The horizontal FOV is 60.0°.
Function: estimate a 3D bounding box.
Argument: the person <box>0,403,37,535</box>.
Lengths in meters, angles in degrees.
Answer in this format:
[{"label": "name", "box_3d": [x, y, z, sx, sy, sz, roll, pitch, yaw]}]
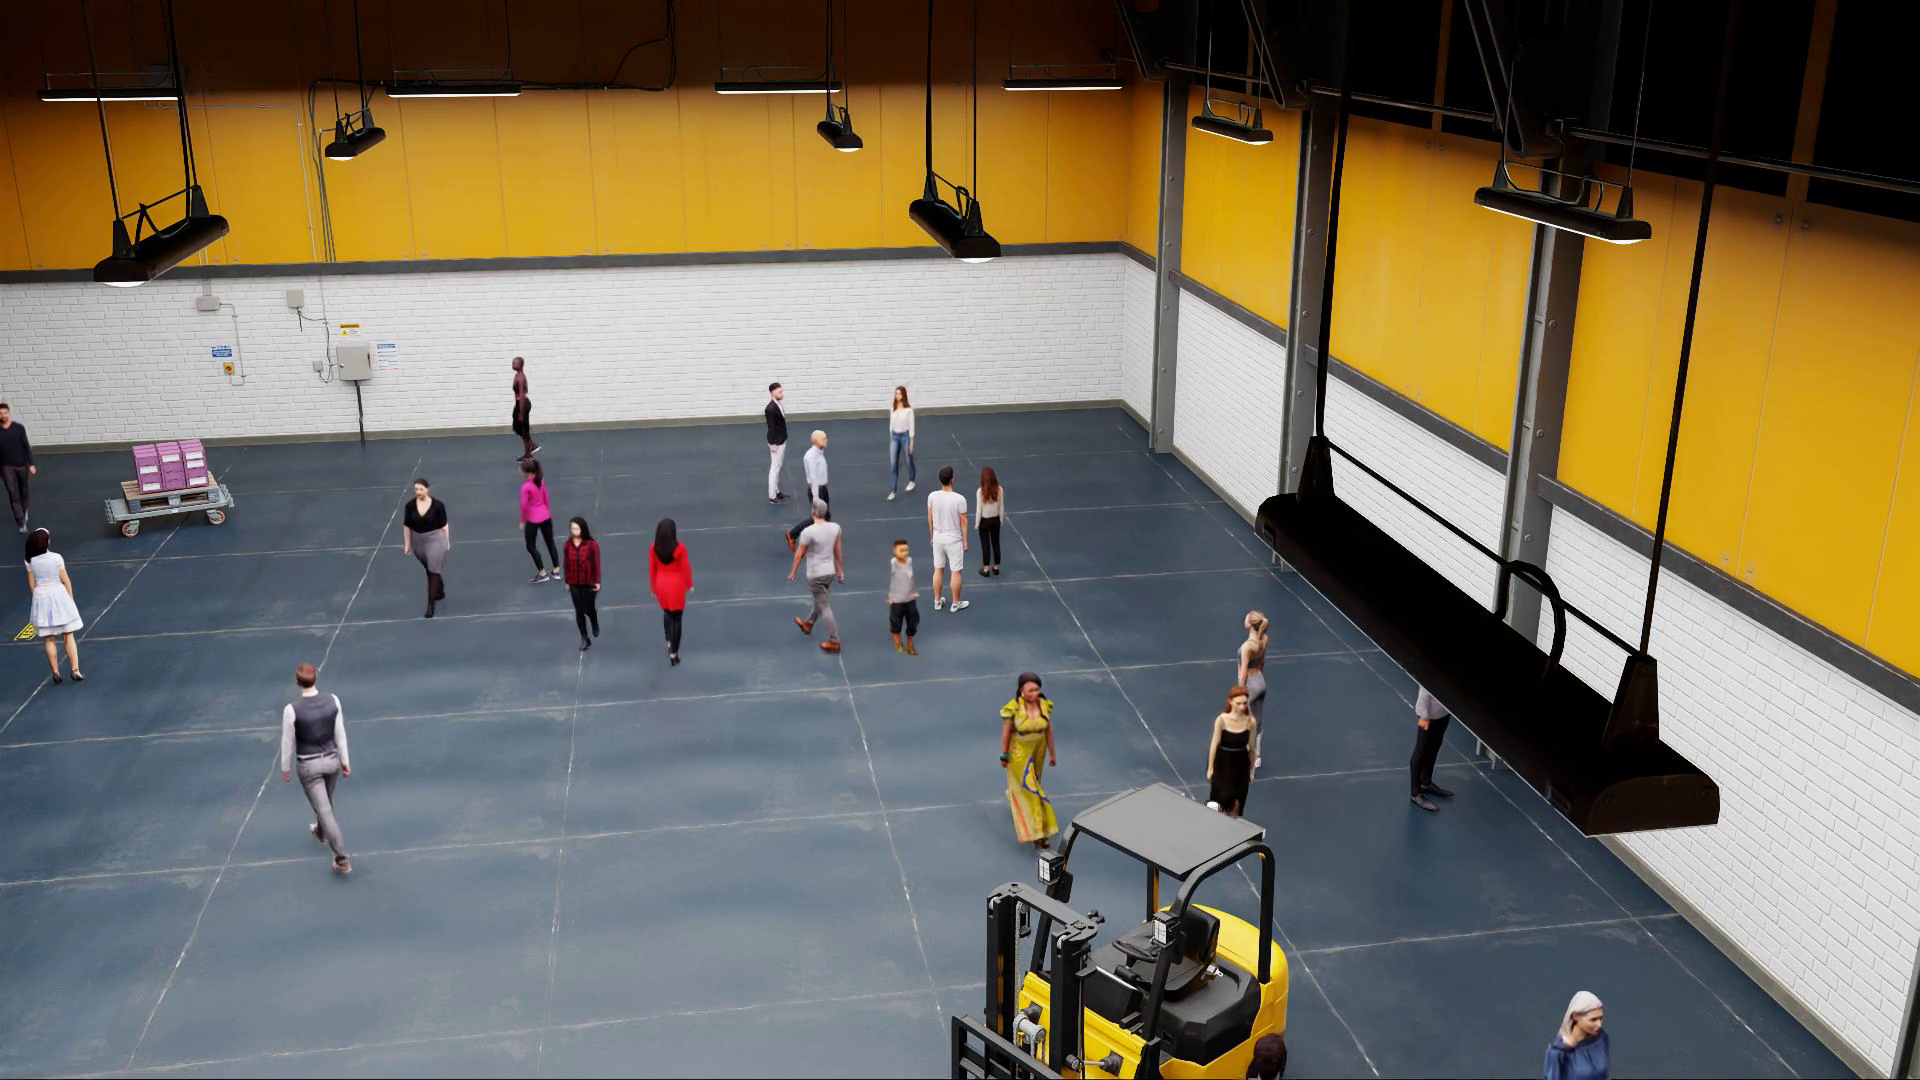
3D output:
[{"label": "person", "box_3d": [-13.559, -1.051, 23.833, 0.984, 1.829, 1.289, -12, 22, -32]}]

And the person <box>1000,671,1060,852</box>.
[{"label": "person", "box_3d": [0.576, 1.958, 15.256, 1.028, 1.599, 1.443, -10, 21, -27]}]

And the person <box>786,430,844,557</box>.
[{"label": "person", "box_3d": [-2.014, -0.614, 22.617, 0.958, 1.776, 1.056, 4, 19, 11]}]

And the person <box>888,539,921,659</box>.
[{"label": "person", "box_3d": [-0.711, 0.602, 19.522, 0.672, 1.447, 0.734, -8, 20, -22]}]

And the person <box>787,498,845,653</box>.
[{"label": "person", "box_3d": [-1.557, 0.456, 19.444, 1.250, 1.773, 1.121, 16, 24, 39]}]

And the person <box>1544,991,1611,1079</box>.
[{"label": "person", "box_3d": [3.752, 3.533, 10.441, 0.706, 1.687, 0.711, -10, 21, -28]}]

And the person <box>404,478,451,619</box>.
[{"label": "person", "box_3d": [-6.593, 0.052, 20.743, 0.850, 1.709, 1.180, 1, 19, 4]}]

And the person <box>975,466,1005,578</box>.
[{"label": "person", "box_3d": [0.392, -0.247, 21.985, 0.586, 1.483, 0.530, -7, 20, -20]}]

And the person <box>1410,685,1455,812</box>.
[{"label": "person", "box_3d": [4.513, 1.586, 15.852, 0.870, 1.923, 0.836, 15, 24, 38]}]

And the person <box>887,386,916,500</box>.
[{"label": "person", "box_3d": [-0.843, -1.500, 25.402, 0.976, 1.676, 1.184, 8, 20, 21]}]

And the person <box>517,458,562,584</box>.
[{"label": "person", "box_3d": [-5.493, -0.252, 21.695, 0.834, 1.678, 0.737, 15, 24, 37]}]

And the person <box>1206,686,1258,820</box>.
[{"label": "person", "box_3d": [2.431, 2.032, 15.020, 0.617, 1.611, 0.758, -2, 19, -5]}]

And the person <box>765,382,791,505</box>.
[{"label": "person", "box_3d": [-2.775, -1.479, 25.087, 0.775, 1.840, 0.581, 2, 19, 6]}]

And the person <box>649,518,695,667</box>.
[{"label": "person", "box_3d": [-3.324, 0.617, 19.030, 0.712, 1.733, 0.756, 3, 19, 9]}]

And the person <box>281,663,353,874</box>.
[{"label": "person", "box_3d": [-5.597, 2.027, 14.599, 1.112, 1.889, 1.348, -15, 24, -38]}]

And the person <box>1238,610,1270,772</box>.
[{"label": "person", "box_3d": [2.892, 1.490, 16.482, 0.710, 1.703, 0.662, 16, 24, 39]}]

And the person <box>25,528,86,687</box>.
[{"label": "person", "box_3d": [-10.094, 0.743, 18.520, 0.687, 1.818, 0.708, -4, 19, -12]}]

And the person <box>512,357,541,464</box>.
[{"label": "person", "box_3d": [-7.047, -2.134, 27.171, 0.742, 1.749, 0.695, -10, 21, -26]}]

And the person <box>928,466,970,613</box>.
[{"label": "person", "box_3d": [-0.156, -0.017, 20.720, 0.766, 1.855, 0.778, 8, 20, 23]}]

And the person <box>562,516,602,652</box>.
[{"label": "person", "box_3d": [-4.412, 0.478, 19.581, 0.685, 1.643, 0.760, 2, 19, 7]}]
